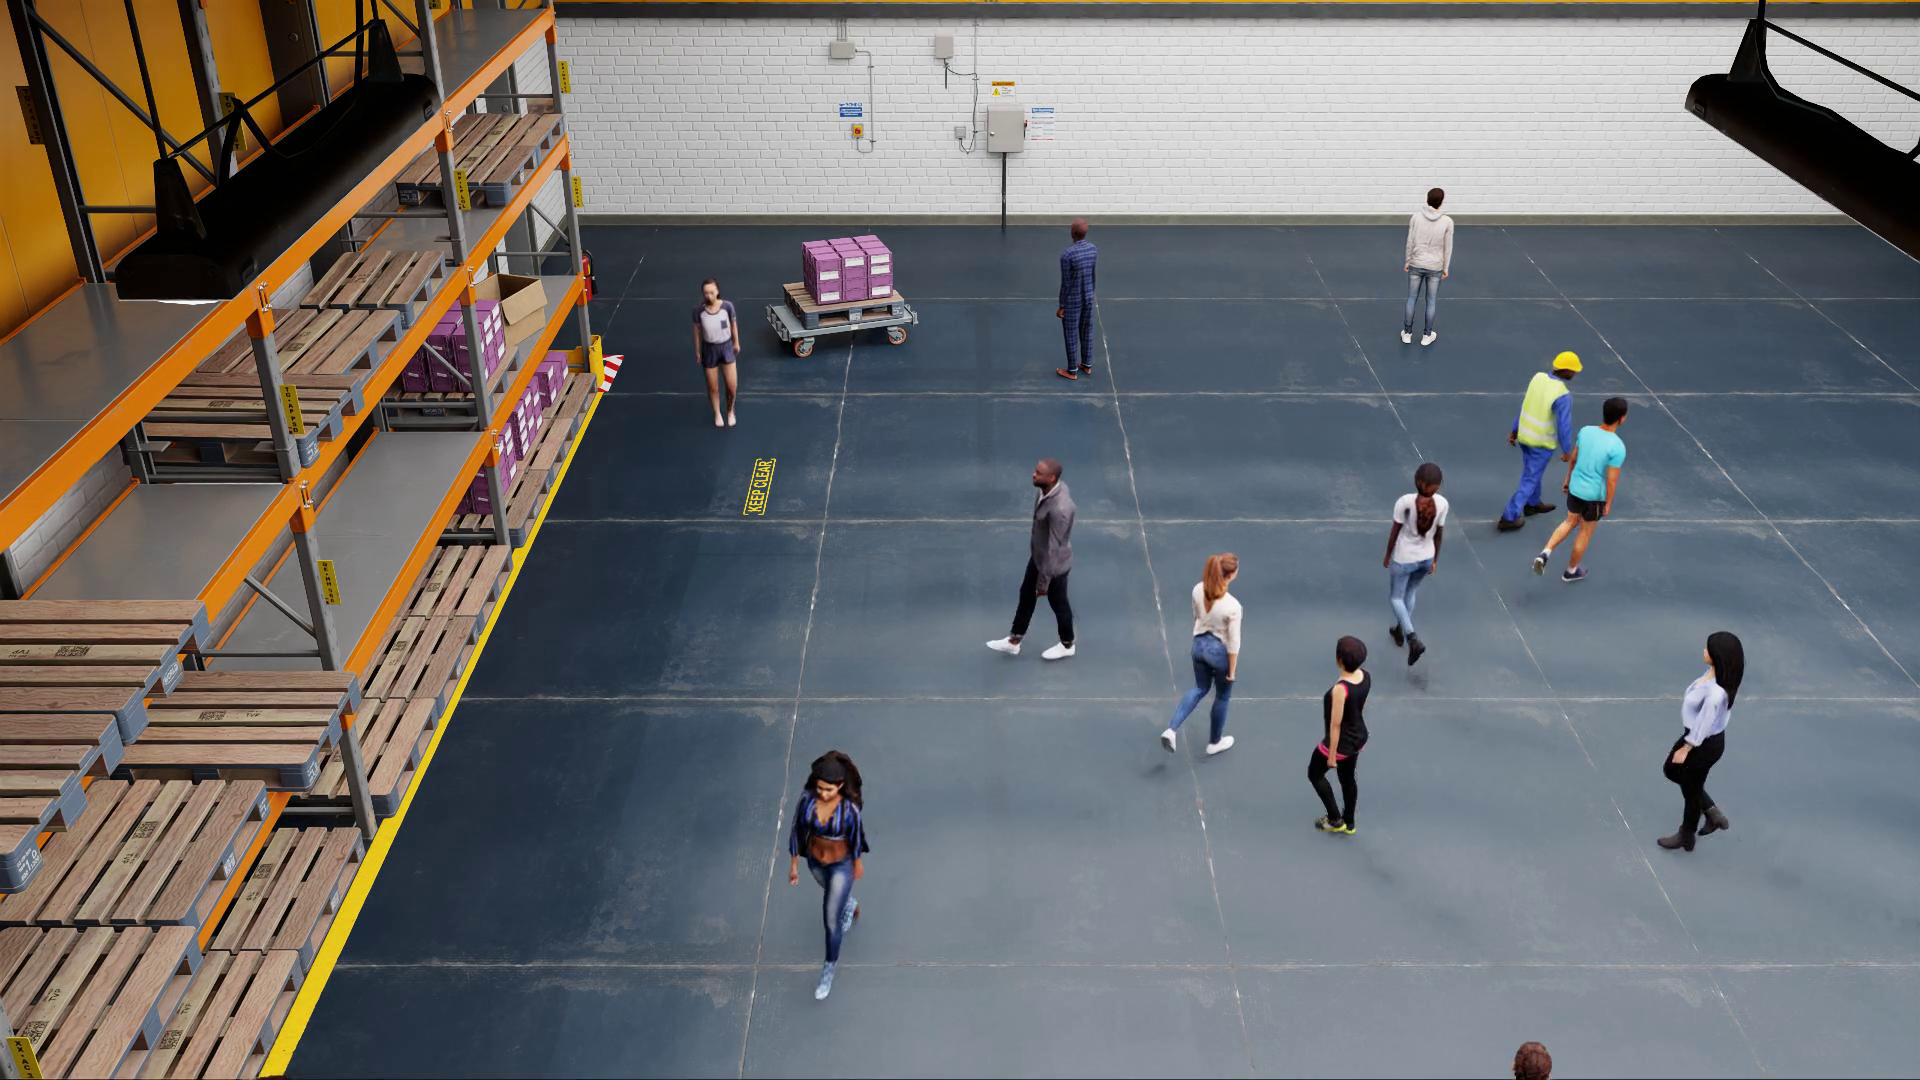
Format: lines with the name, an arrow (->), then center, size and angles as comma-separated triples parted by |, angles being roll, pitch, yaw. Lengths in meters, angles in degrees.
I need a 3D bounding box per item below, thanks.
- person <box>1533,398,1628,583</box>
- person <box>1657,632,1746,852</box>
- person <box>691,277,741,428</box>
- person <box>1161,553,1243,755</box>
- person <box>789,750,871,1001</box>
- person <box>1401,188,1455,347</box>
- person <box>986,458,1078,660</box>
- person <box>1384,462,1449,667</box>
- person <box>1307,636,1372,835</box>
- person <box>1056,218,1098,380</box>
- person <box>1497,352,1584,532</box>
person -> 5.341, -0.377, 14.292 | 0.968, 1.759, 0.940 | -20, 35, -32
person -> 5.030, 1.401, 11.061 | 0.832, 1.732, 0.777 | 12, 31, 21
person -> -2.533, -1.975, 17.345 | 0.671, 1.641, 0.632 | -5, 29, -9
person -> 1.774, 0.871, 12.063 | 0.990, 1.703, 0.950 | -22, 36, -35
person -> -0.772, 1.946, 10.221 | 0.873, 1.579, 1.135 | 10, 30, 18
person -> 5.420, -3.190, 19.350 | 0.736, 1.853, 0.688 | 9, 30, 16
person -> 0.807, 0.170, 13.249 | 0.951, 1.797, 0.984 | -7, 29, -12
person -> 3.637, 0.205, 13.282 | 0.701, 1.704, 1.009 | -5, 29, -9
person -> 2.660, 1.380, 11.302 | 0.689, 1.537, 0.745 | -23, 36, -36
person -> 1.309, -2.686, 18.464 | 0.758, 1.818, 0.794 | -21, 35, -33
person -> 5.223, -0.885, 15.218 | 0.984, 1.765, 1.003 | -12, 31, -21
